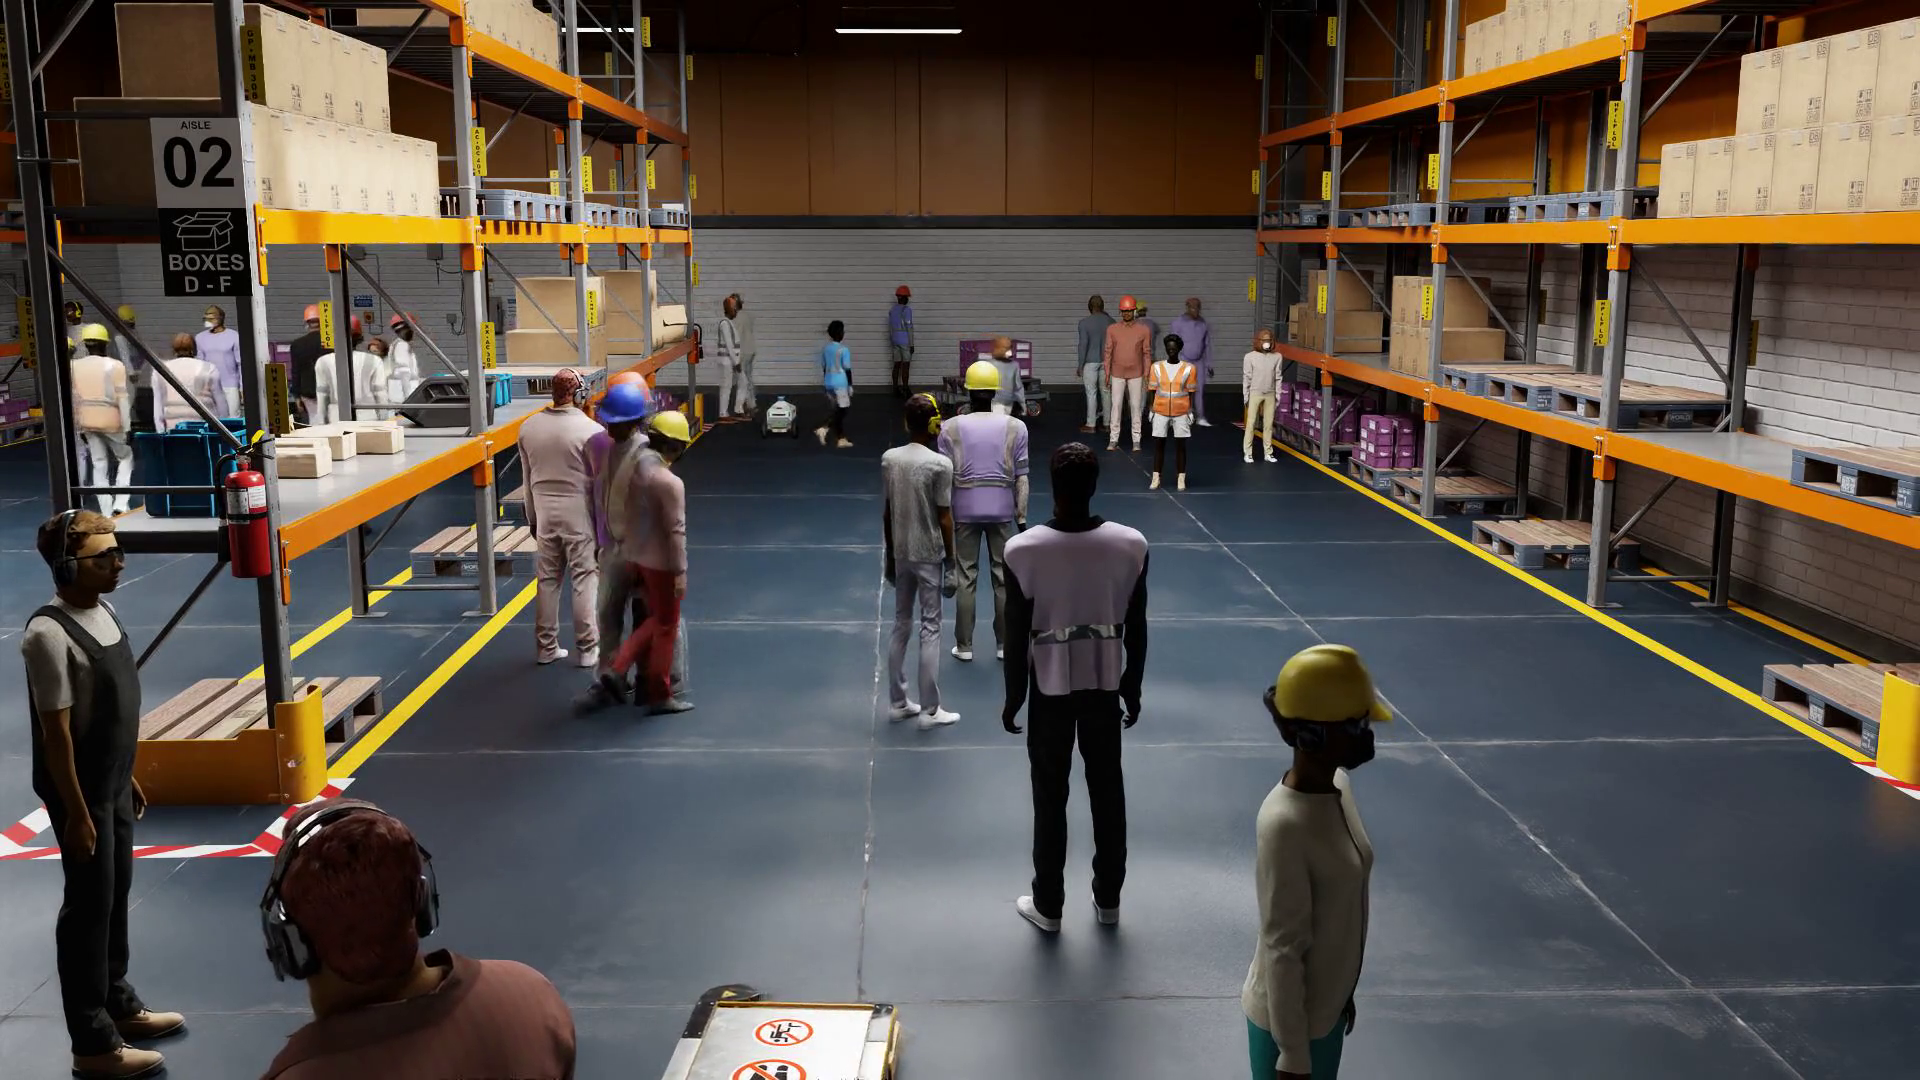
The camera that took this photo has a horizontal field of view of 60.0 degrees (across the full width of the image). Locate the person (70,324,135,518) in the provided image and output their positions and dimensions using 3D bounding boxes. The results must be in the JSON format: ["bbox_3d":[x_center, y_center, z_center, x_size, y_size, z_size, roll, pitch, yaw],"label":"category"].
[{"bbox_3d":[-8.169,-1.101,15.855,0.609,1.896,0.494,0,10,-1],"label":"person"}]

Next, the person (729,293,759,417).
[{"bbox_3d":[-3.305,-2.792,25.298,0.436,1.921,0.727,2,10,8],"label":"person"}]

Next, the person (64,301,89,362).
[{"bbox_3d":[-12.105,-2.349,22.915,0.535,1.868,0.309,6,12,29],"label":"person"}]

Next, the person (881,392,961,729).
[{"bbox_3d":[-0.219,0.118,9.205,0.511,1.859,0.321,8,13,38],"label":"person"}]

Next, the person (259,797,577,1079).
[{"bbox_3d":[-0.838,1.306,2.462,0.401,1.904,0.641,5,11,25],"label":"person"}]

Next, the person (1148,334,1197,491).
[{"bbox_3d":[2.284,-1.373,17.957,0.532,1.696,0.319,2,10,13],"label":"person"}]

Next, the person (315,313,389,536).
[{"bbox_3d":[-5.542,-1.054,15.229,0.606,2.027,0.518,-1,10,-5],"label":"person"}]

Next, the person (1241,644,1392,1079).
[{"bbox_3d":[0.829,1.110,3.922,0.304,1.772,0.525,5,11,24],"label":"person"}]

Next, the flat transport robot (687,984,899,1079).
[{"bbox_3d":[-0.558,1.693,4.845,0.652,0.197,1.431,0,10,2],"label":"flat transport robot"}]

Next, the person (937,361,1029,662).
[{"bbox_3d":[0.145,-0.175,10.628,0.592,1.930,0.356,-1,10,-5],"label":"person"}]

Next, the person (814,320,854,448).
[{"bbox_3d":[-1.635,-1.994,21.469,0.675,1.679,0.540,-9,13,-39],"label":"person"}]

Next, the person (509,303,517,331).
[{"bbox_3d":[-6.141,-2.563,23.685,0.634,2.014,0.509,1,10,7],"label":"person"}]

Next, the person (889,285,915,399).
[{"bbox_3d":[-0.975,-3.389,28.511,0.353,1.939,0.544,-10,14,-43],"label":"person"}]

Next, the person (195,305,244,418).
[{"bbox_3d":[-8.703,-1.791,19.614,0.635,1.936,0.353,1,10,4],"label":"person"}]

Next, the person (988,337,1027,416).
[{"bbox_3d":[0.511,-1.564,19.317,0.519,1.581,0.877,-8,13,-37],"label":"person"}]

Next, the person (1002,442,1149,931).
[{"bbox_3d":[0.443,0.577,6.472,0.593,1.920,0.391,-3,11,-14],"label":"person"}]

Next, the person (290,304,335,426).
[{"bbox_3d":[-7.257,-1.678,18.873,0.623,1.973,0.625,-2,10,-12],"label":"person"}]

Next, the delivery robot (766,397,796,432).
[{"bbox_3d":[-2.452,-1.724,22.831,0.477,0.478,0.707,0,10,0],"label":"delivery robot"}]

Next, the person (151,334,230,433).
[{"bbox_3d":[-7.427,-1.095,16.141,0.634,1.792,0.945,0,10,-1],"label":"person"}]

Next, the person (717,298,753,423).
[{"bbox_3d":[-3.313,-2.625,24.459,0.641,1.859,0.575,1,10,6],"label":"person"}]

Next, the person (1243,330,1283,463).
[{"bbox_3d":[3.676,-1.746,20.237,0.494,1.626,0.285,-2,10,-10],"label":"person"}]

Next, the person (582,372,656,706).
[{"bbox_3d":[-1.913,-0.009,9.684,0.551,1.934,0.373,6,12,29],"label":"person"}]

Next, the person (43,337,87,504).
[{"bbox_3d":[-9.014,-1.206,16.859,0.561,1.756,0.543,7,12,35],"label":"person"}]

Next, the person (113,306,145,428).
[{"bbox_3d":[-11.889,-2.463,23.825,0.407,1.780,0.661,-3,11,-18],"label":"person"}]

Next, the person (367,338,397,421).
[{"bbox_3d":[-6.557,-1.515,19.030,0.525,1.597,0.845,4,11,23],"label":"person"}]

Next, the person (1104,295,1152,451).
[{"bbox_3d":[2.149,-2.137,21.378,0.612,1.995,0.382,2,10,11],"label":"person"}]

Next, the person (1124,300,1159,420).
[{"bbox_3d":[2.714,-2.721,25.200,0.616,1.791,0.480,-4,11,-20],"label":"person"}]

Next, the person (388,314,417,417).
[{"bbox_3d":[-6.258,-1.583,18.638,0.389,1.887,0.612,-4,11,-19],"label":"person"}]

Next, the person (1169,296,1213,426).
[{"bbox_3d":[3.356,-2.594,24.209,0.659,1.906,0.400,-3,11,-18],"label":"person"}]

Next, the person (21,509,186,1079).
[{"bbox_3d":[-2.781,0.812,5.372,0.344,1.846,0.506,-2,10,-10],"label":"person"}]

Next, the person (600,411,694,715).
[{"bbox_3d":[-1.720,0.144,9.350,0.488,1.741,0.562,-8,13,-37],"label":"person"}]

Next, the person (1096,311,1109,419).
[{"bbox_3d":[2.152,-2.672,25.366,0.499,1.634,0.285,-9,14,-41],"label":"person"}]

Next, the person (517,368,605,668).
[{"bbox_3d":[-2.452,-0.136,10.514,0.647,1.900,0.403,4,11,19],"label":"person"}]

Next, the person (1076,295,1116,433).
[{"bbox_3d":[1.922,-2.471,23.399,0.635,1.936,0.354,-5,12,-28],"label":"person"}]

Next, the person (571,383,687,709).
[{"bbox_3d":[-1.892,0.049,9.465,0.803,1.897,0.635,-9,14,-43],"label":"person"}]
